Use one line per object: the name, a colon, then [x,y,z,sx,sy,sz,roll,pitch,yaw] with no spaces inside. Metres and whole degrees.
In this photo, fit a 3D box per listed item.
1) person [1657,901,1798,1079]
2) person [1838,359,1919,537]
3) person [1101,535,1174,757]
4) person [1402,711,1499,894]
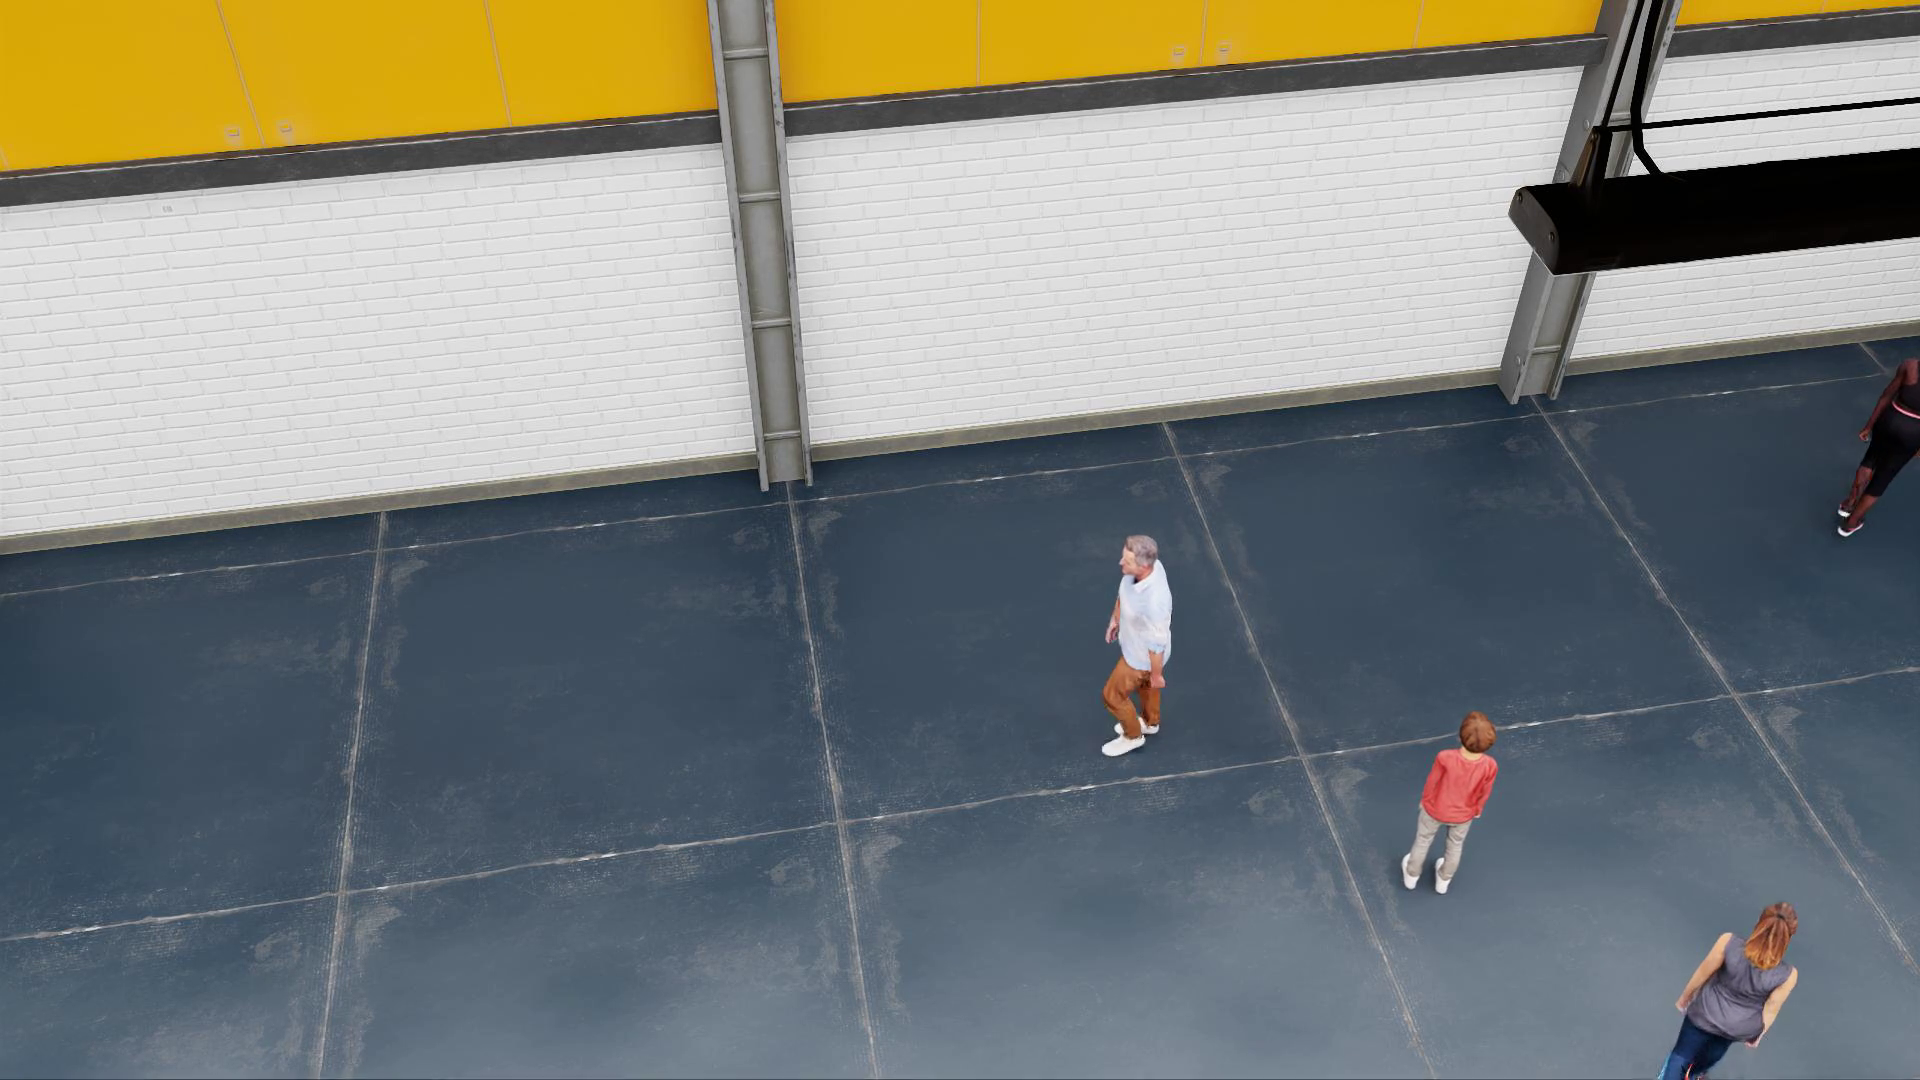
person: [3.801,2.463,8.344,1.052,1.696,1.098,26,49,25]
person: [6.515,-0.699,11.627,0.790,1.745,0.750,-33,52,-29]
person: [1.206,0.629,10.190,0.689,1.805,0.720,-2,44,-2]
person: [2.814,1.528,9.530,0.504,1.414,0.624,5,44,6]
